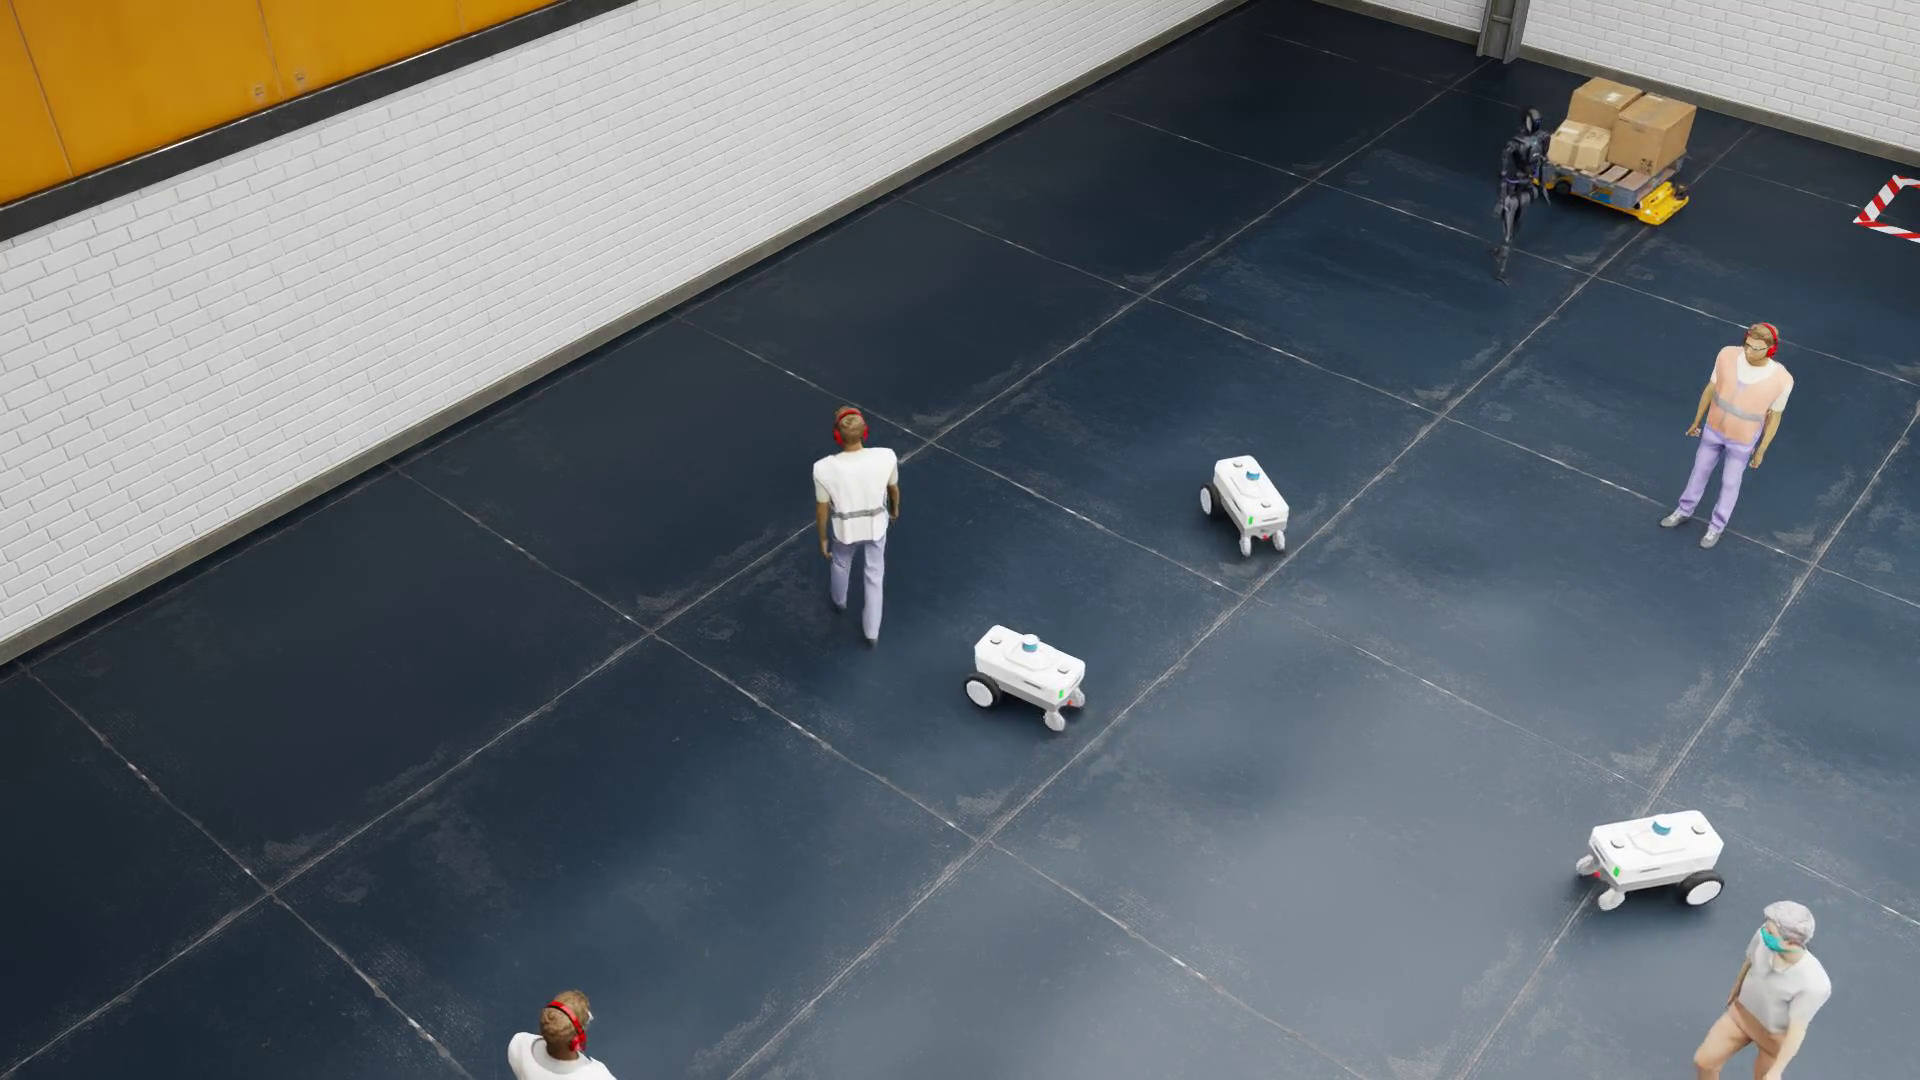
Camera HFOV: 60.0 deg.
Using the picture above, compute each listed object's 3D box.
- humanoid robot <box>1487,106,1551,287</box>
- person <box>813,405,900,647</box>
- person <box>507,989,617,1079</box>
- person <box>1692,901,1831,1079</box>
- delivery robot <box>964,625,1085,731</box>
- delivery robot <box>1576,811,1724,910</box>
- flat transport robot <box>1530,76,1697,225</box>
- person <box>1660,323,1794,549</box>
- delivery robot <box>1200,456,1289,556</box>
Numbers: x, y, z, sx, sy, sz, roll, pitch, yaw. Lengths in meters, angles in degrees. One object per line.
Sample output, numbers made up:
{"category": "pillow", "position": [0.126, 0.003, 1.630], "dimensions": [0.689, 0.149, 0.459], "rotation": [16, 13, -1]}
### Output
{"category": "humanoid robot", "position": [5.108, -3.166, 15.117], "dimensions": [0.607, 1.641, 0.613], "rotation": [-17, 42, -20]}
{"category": "person", "position": [-0.697, -0.159, 11.250], "dimensions": [0.580, 1.816, 0.750], "rotation": [-6, 39, -7]}
{"category": "person", "position": [-1.749, 2.736, 7.645], "dimensions": [0.567, 1.834, 0.401], "rotation": [18, 42, 21]}
{"category": "person", "position": [3.875, 2.422, 8.121], "dimensions": [0.615, 1.716, 0.514], "rotation": [-17, 42, -20]}
{"category": "delivery robot", "position": [0.434, 0.873, 10.988], "dimensions": [0.805, 0.612, 0.499], "rotation": [22, 44, 25]}
{"category": "delivery robot", "position": [4.092, 1.850, 9.777], "dimensions": [0.790, 0.614, 0.499], "rotation": [-7, 39, -9]}
{"category": "flat transport robot", "position": [6.507, -3.576, 16.725], "dimensions": [1.431, 0.231, 0.659], "rotation": [30, 48, 32]}
{"category": "person", "position": [5.569, -0.776, 11.994], "dimensions": [0.373, 1.842, 0.568], "rotation": [-27, 46, -30]}
{"category": "delivery robot", "position": [2.157, -0.301, 12.434], "dimensions": [0.499, 0.598, 0.791], "rotation": [-10, 40, -12]}
